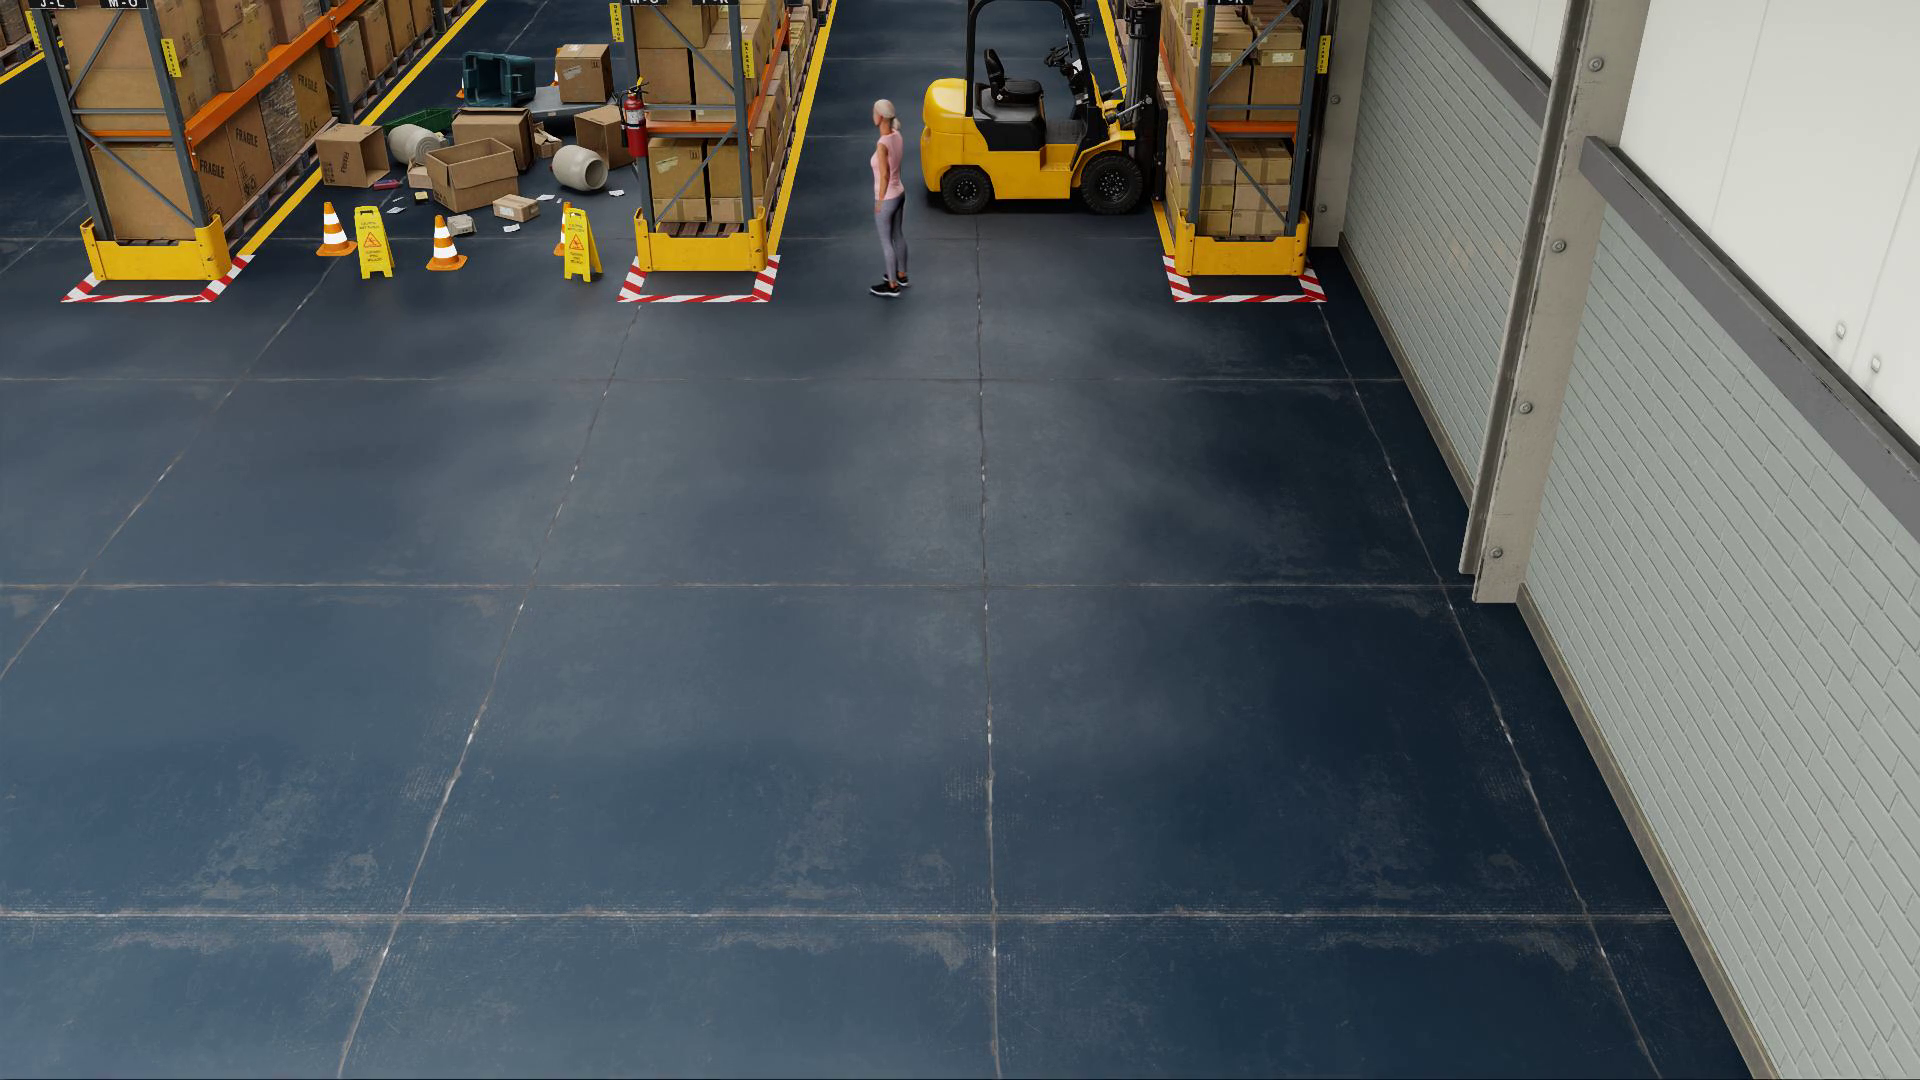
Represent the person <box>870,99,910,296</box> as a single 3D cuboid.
[{"bbox_3d":[-0.616,-2.998,14.542,0.684,1.724,0.559,13,34,19],"label":"person"}]
